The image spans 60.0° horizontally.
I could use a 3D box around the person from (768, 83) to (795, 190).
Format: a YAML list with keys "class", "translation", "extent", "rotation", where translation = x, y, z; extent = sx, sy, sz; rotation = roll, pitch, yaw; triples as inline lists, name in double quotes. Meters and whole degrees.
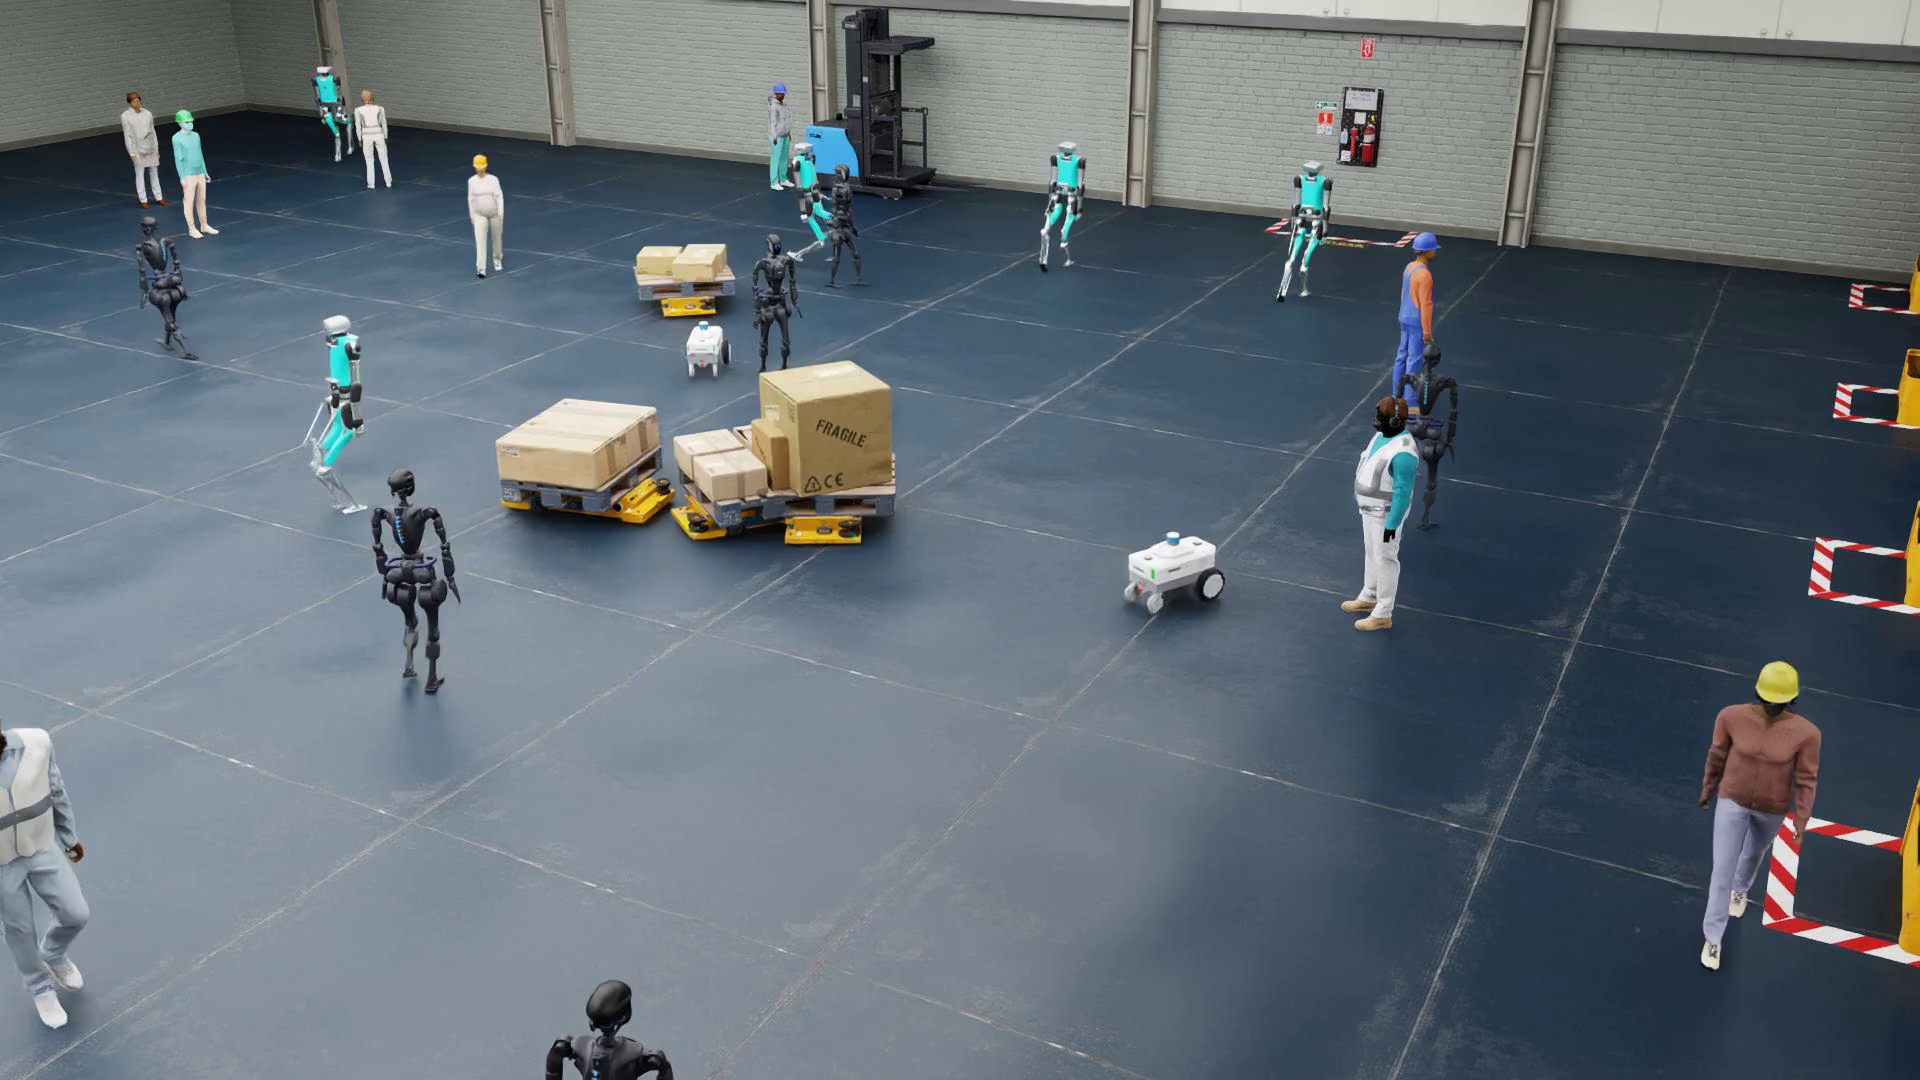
- class: "person"
  translation: [-3.052, -6.849, 28.213]
  extent: [0.367, 1.768, 0.523]
  rotation: [10, 25, 21]

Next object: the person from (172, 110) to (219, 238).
- class: "person"
  translation: [-11.484, -5.485, 24.899]
  extent: [0.356, 1.876, 0.516]
  rotation: [10, 25, 22]

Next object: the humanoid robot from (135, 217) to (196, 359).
- class: "humanoid robot"
  translation: [-9.228, -2.914, 19.234]
  extent: [0.794, 1.620, 0.605]
  rotation: [10, 25, 22]

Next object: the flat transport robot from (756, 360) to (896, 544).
- class: "flat transport robot"
  translation: [-1.177, -0.312, 14.889]
  extent: [0.659, 0.231, 1.431]
  rotation: [-1, 23, -1]

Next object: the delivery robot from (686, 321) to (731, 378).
- class: "delivery robot"
  translation: [-2.892, -2.187, 18.894]
  extent: [0.499, 0.597, 0.779]
  rotation: [-1, 23, -1]

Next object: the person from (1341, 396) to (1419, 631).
- class: "person"
  translation: [3.206, -0.211, 12.662]
  extent: [0.429, 1.844, 0.621]
  rotation: [-2, 23, -4]

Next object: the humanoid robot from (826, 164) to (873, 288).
- class: "humanoid robot"
  translation: [-1.505, -4.137, 22.031]
  extent: [0.675, 1.633, 0.593]
  rotation: [9, 25, 19]

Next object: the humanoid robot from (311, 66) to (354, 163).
- class: "humanoid robot"
  translation: [-11.496, -7.897, 30.757]
  extent: [0.531, 1.777, 1.020]
  rotation: [1, 23, 2]

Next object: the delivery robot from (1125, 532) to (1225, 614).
- class: "delivery robot"
  translation: [1.693, 0.216, 13.258]
  extent: [0.738, 0.563, 0.499]
  rotation: [-15, 28, -31]

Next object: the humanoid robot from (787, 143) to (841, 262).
- class: "humanoid robot"
  translation: [-1.944, -4.602, 23.009]
  extent: [1.027, 1.728, 0.553]
  rotation: [11, 25, 23]

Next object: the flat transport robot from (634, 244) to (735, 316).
- class: "flat transport robot"
  translation: [-3.563, -3.169, 21.540]
  extent: [0.659, 0.231, 1.431]
  rotation: [-6, 24, -13]

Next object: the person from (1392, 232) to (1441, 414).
- class: "person"
  translation: [4.764, -2.259, 17.345]
  extent: [0.362, 1.910, 0.515]
  rotation: [-5, 24, -11]

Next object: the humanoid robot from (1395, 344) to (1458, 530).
- class: "humanoid robot"
  translation: [4.005, -0.892, 14.448]
  extent: [0.600, 1.643, 0.379]
  rotation: [7, 24, 17]

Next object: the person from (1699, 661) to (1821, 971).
- class: "person"
  translation: [4.306, 1.422, 9.007]
  extent: [0.538, 1.712, 0.903]
  rotation: [11, 25, 23]

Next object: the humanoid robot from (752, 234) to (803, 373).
- class: "humanoid robot"
  translation: [-2.073, -2.610, 18.476]
  extent: [0.600, 1.638, 0.445]
  rotation: [-16, 28, -33]

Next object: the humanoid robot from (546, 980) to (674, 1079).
- class: "humanoid robot"
  translation: [-1.393, 2.444, 6.733]
  extent: [0.610, 1.630, 0.740]
  rotation: [3, 23, 8]

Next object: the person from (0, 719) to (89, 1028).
- class: "person"
  translation: [-4.737, 1.602, 8.363]
  extent: [0.460, 1.903, 0.611]
  rotation: [18, 29, 36]

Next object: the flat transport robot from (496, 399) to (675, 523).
- class: "flat transport robot"
  translation: [-3.393, -0.419, 15.139]
  extent: [1.431, 0.231, 0.659]
  rotation: [7, 24, 15]

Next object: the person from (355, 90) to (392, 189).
- class: "person"
  translation: [-9.980, -6.809, 28.290]
  extent: [0.511, 1.630, 0.316]
  rotation: [-10, 25, -22]

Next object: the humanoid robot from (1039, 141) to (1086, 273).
- class: "humanoid robot"
  translation: [1.337, -4.540, 22.920]
  extent: [0.530, 1.779, 1.000]
  rotation: [12, 26, 26]

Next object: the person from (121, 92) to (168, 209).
- class: "person"
  translation: [-13.176, -6.291, 26.832]
  extent: [0.365, 1.832, 0.504]
  rotation: [21, 31, 39]

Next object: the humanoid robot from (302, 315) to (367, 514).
- class: "humanoid robot"
  translation: [-5.609, -1.072, 14.785]
  extent: [0.708, 1.779, 0.547]
  rotation: [-19, 30, -37]

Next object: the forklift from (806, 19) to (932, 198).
- class: "forklift"
  translation: [-1.573, -7.292, 27.850]
  extent: [1.873, 2.768, 1.129]
  rotation: [12, 26, 25]

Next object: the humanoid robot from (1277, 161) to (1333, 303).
- class: "humanoid robot"
  translation: [4.390, -3.913, 21.500]
  extent: [0.551, 1.841, 0.868]
  rotation: [16, 28, 33]

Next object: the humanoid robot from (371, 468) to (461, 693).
- class: "humanoid robot"
  translation: [-3.833, 0.274, 11.737]
  extent: [0.588, 1.644, 0.335]
  rotation: [1, 23, 3]

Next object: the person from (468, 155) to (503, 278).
- class: "person"
  translation: [-6.457, -4.424, 22.719]
  extent: [0.466, 1.639, 0.917]
  rotation: [-6, 24, -13]

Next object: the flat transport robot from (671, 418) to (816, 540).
- class: "flat transport robot"
  translation: [-1.823, -0.316, 14.898]
  extent: [1.431, 0.231, 0.659]
  rotation: [-11, 26, -24]
